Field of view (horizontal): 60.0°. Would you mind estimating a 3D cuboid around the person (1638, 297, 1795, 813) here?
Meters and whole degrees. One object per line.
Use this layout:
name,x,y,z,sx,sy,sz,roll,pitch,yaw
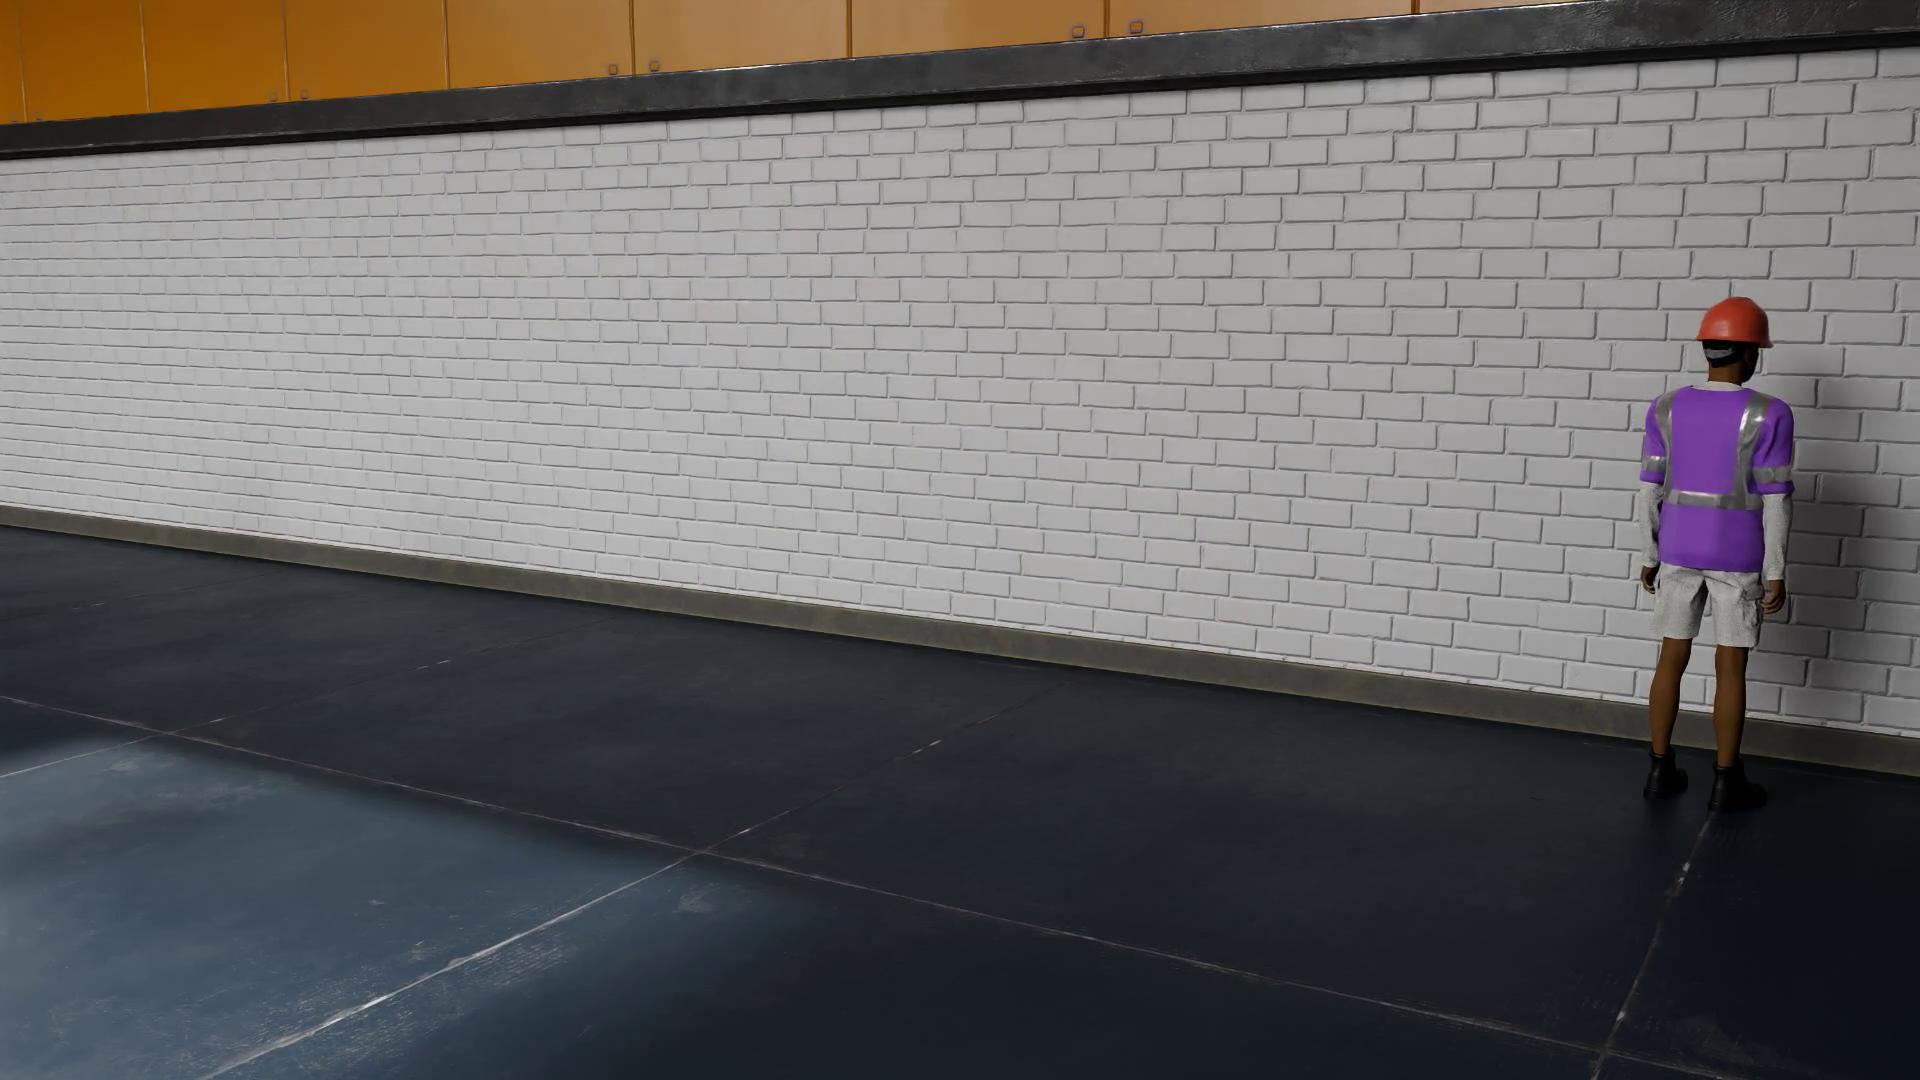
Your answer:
person,2.862,0.055,6.301,0.364,1.934,0.553,-8,12,-43
